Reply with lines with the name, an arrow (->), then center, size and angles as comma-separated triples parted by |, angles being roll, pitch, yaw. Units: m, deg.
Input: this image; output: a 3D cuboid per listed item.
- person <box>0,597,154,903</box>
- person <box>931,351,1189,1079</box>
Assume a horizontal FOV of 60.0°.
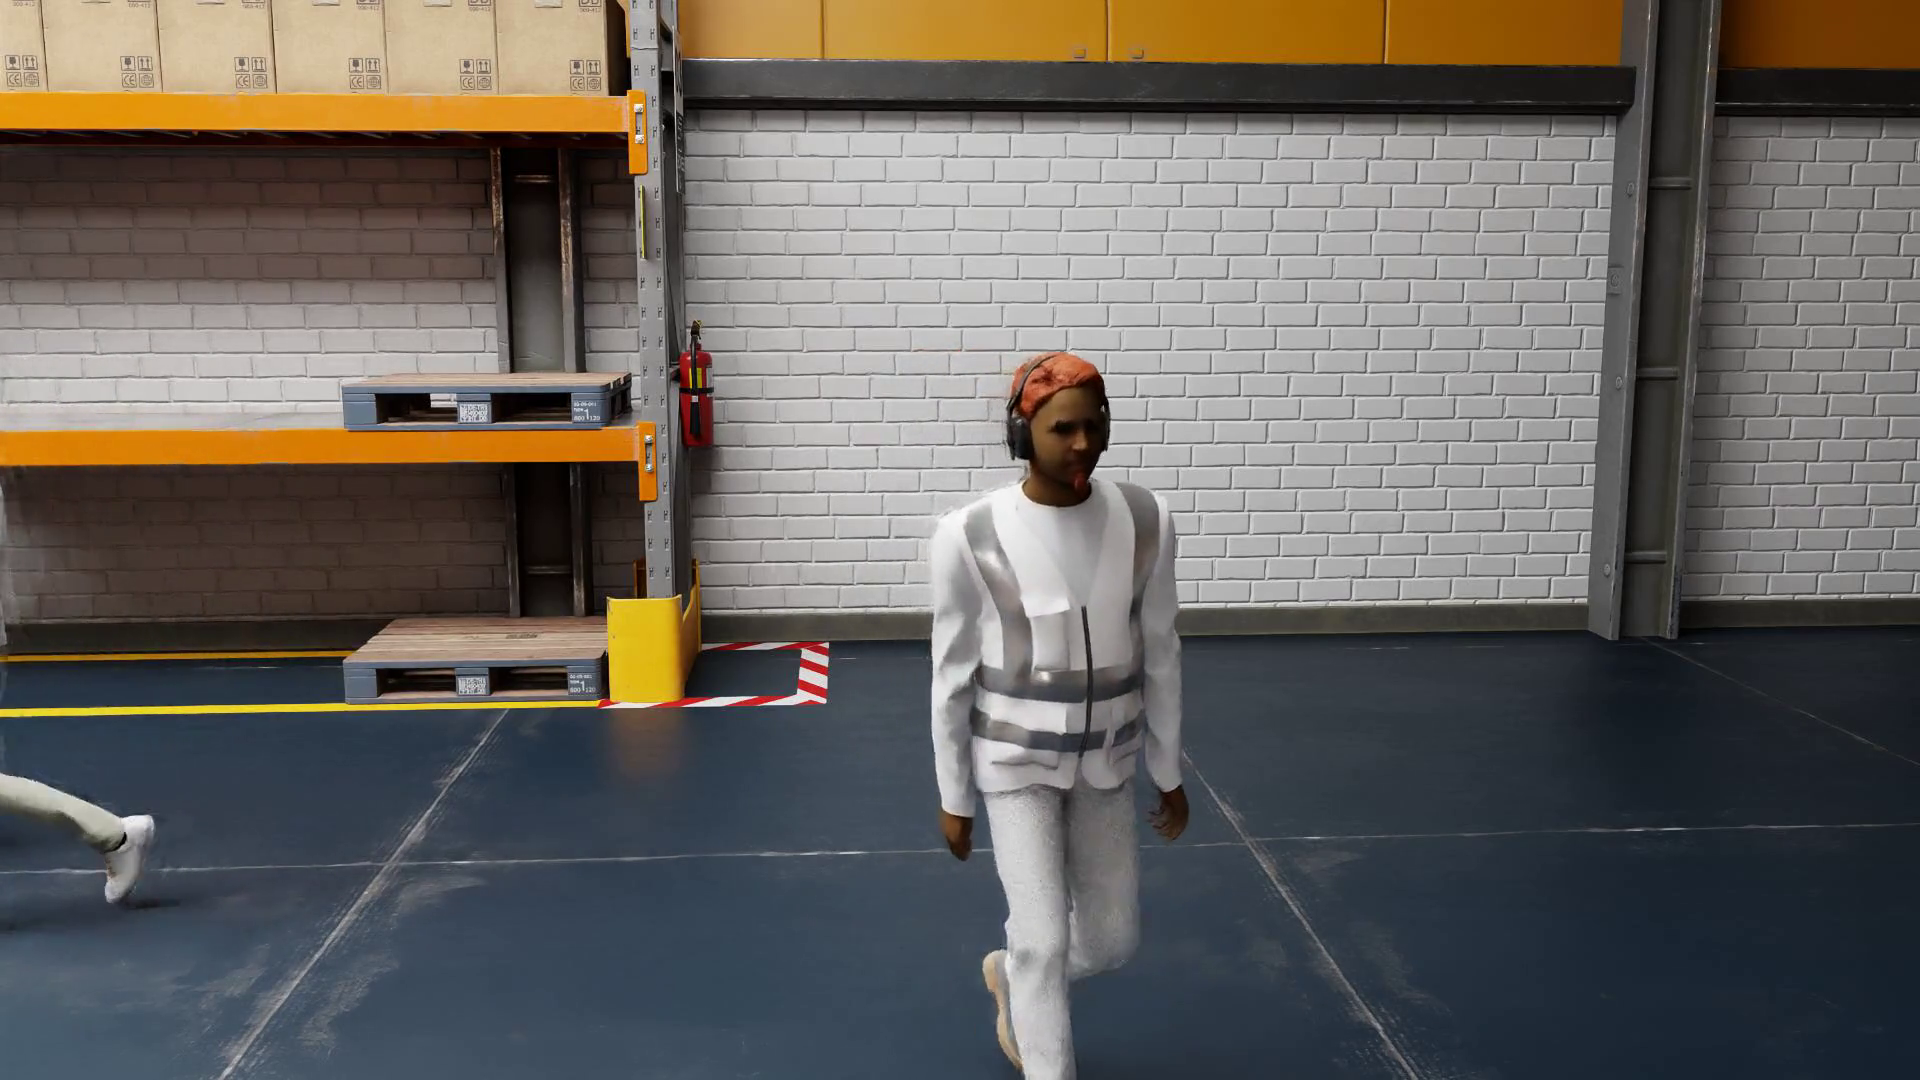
person -> -2.952, 0.326, 5.004 | 0.775, 1.834, 0.529 | -6, 11, -34
person -> 0.197, 0.502, 3.757 | 0.590, 1.867, 0.657 | -4, 10, -23
